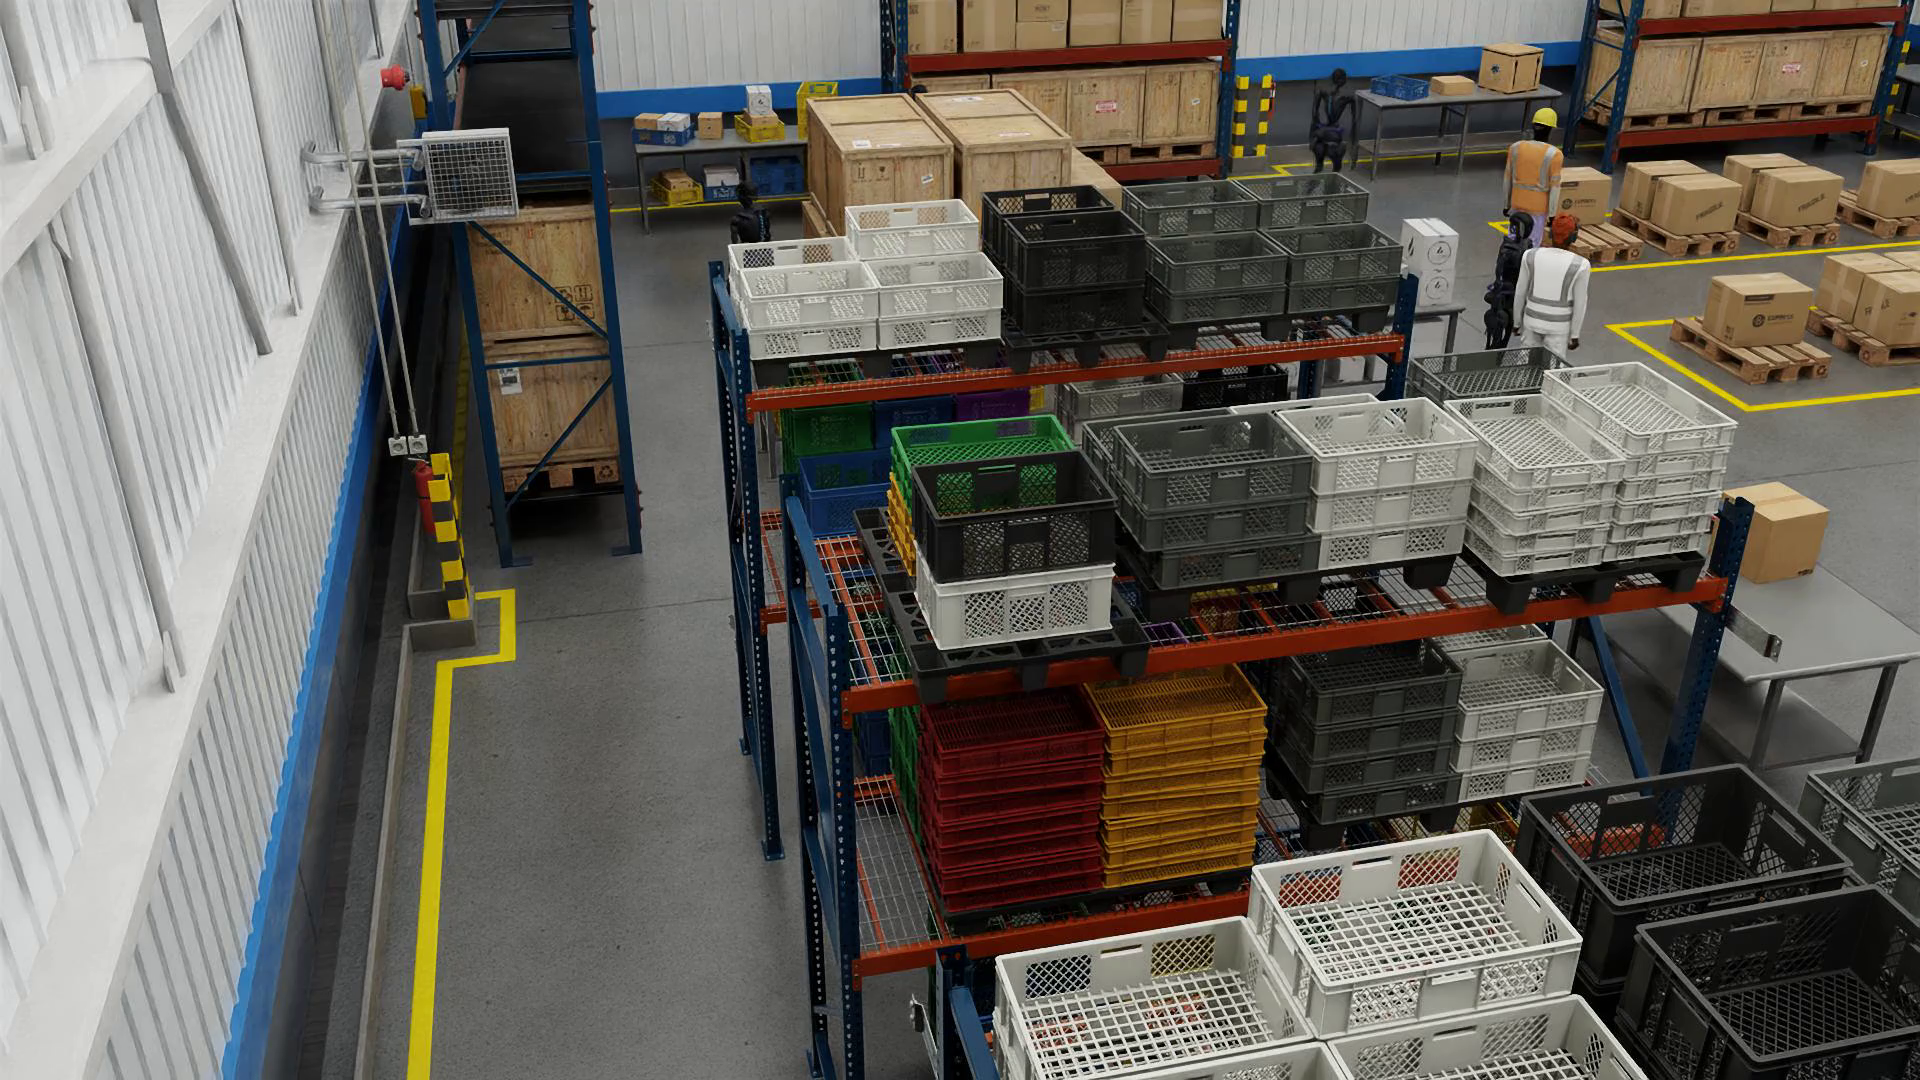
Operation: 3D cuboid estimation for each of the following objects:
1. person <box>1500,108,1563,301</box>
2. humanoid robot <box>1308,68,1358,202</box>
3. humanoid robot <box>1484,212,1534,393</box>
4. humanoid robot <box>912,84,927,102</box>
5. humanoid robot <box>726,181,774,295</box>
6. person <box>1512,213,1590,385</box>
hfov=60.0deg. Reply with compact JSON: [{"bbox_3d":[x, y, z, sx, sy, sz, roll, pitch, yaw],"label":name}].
[{"bbox_3d":[5.699,-3.344,16.623,0.585,1.917,0.378,25,36,38],"label":"person"},{"bbox_3d":[4.352,-4.651,19.353,0.628,1.650,0.371,23,35,36],"label":"humanoid robot"},{"bbox_3d":[4.720,-2.023,14.360,0.315,1.657,0.610,24,36,38],"label":"humanoid robot"},{"bbox_3d":[-0.438,-4.253,18.590,0.317,1.656,0.613,19,33,31],"label":"humanoid robot"},{"bbox_3d":[-1.899,-2.469,15.205,0.328,1.658,0.583,16,32,28],"label":"humanoid robot"},{"bbox_3d":[4.813,-1.755,13.642,0.574,1.886,0.362,21,34,34],"label":"person"}]
